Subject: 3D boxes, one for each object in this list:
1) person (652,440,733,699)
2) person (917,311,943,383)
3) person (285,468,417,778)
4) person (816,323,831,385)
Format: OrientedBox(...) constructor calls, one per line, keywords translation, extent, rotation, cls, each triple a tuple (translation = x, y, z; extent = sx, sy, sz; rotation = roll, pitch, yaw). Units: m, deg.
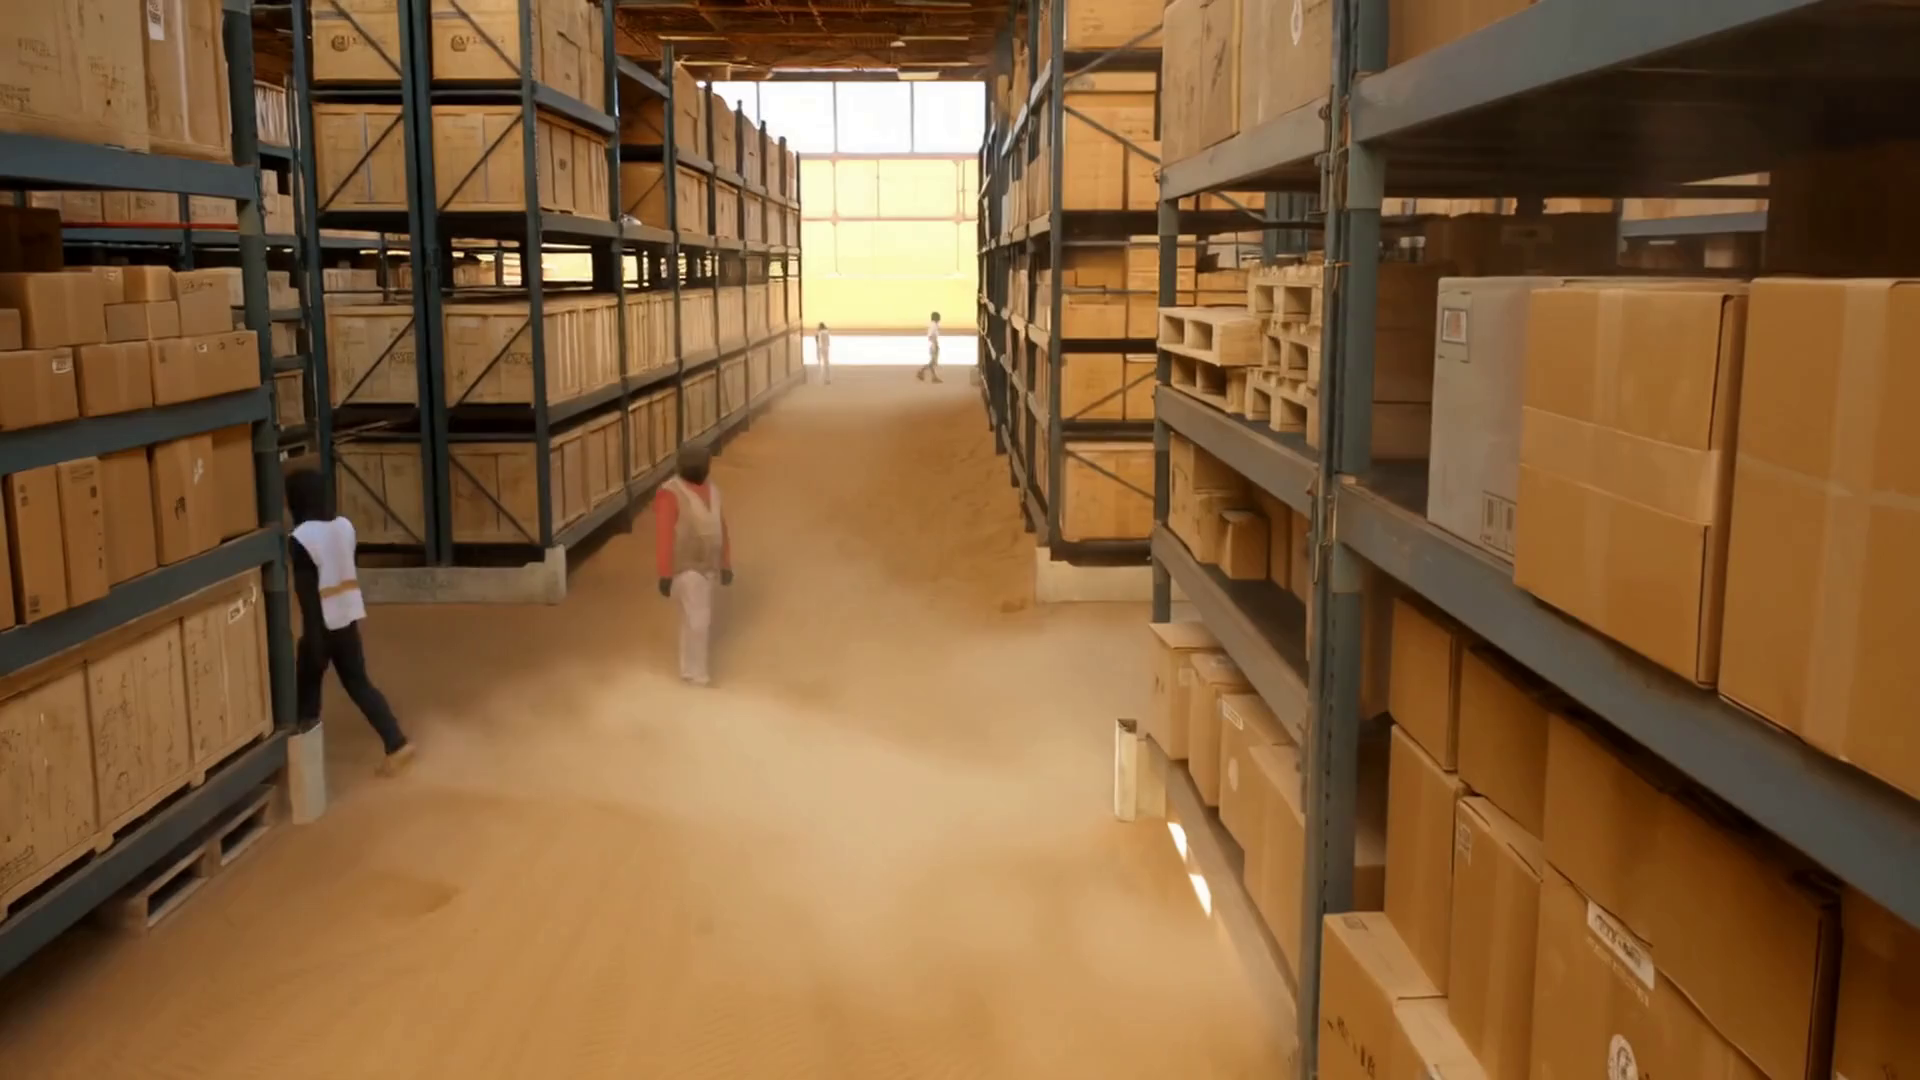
OrientedBox(translation=(-1.798, 0.210, 11.781), extent=(0.634, 1.825, 0.654), rotation=(5, 10, 27), cls="person")
OrientedBox(translation=(-0.785, -5.144, 44.327), extent=(0.610, 1.921, 0.571), rotation=(1, 9, 6), cls="person")
OrientedBox(translation=(-3.694, 0.501, 9.875), extent=(0.929, 1.882, 0.604), rotation=(2, 9, 13), cls="person")
OrientedBox(translation=(-3.583, -4.875, 43.599), extent=(0.322, 1.627, 0.529), rotation=(-9, 13, -43), cls="person")
